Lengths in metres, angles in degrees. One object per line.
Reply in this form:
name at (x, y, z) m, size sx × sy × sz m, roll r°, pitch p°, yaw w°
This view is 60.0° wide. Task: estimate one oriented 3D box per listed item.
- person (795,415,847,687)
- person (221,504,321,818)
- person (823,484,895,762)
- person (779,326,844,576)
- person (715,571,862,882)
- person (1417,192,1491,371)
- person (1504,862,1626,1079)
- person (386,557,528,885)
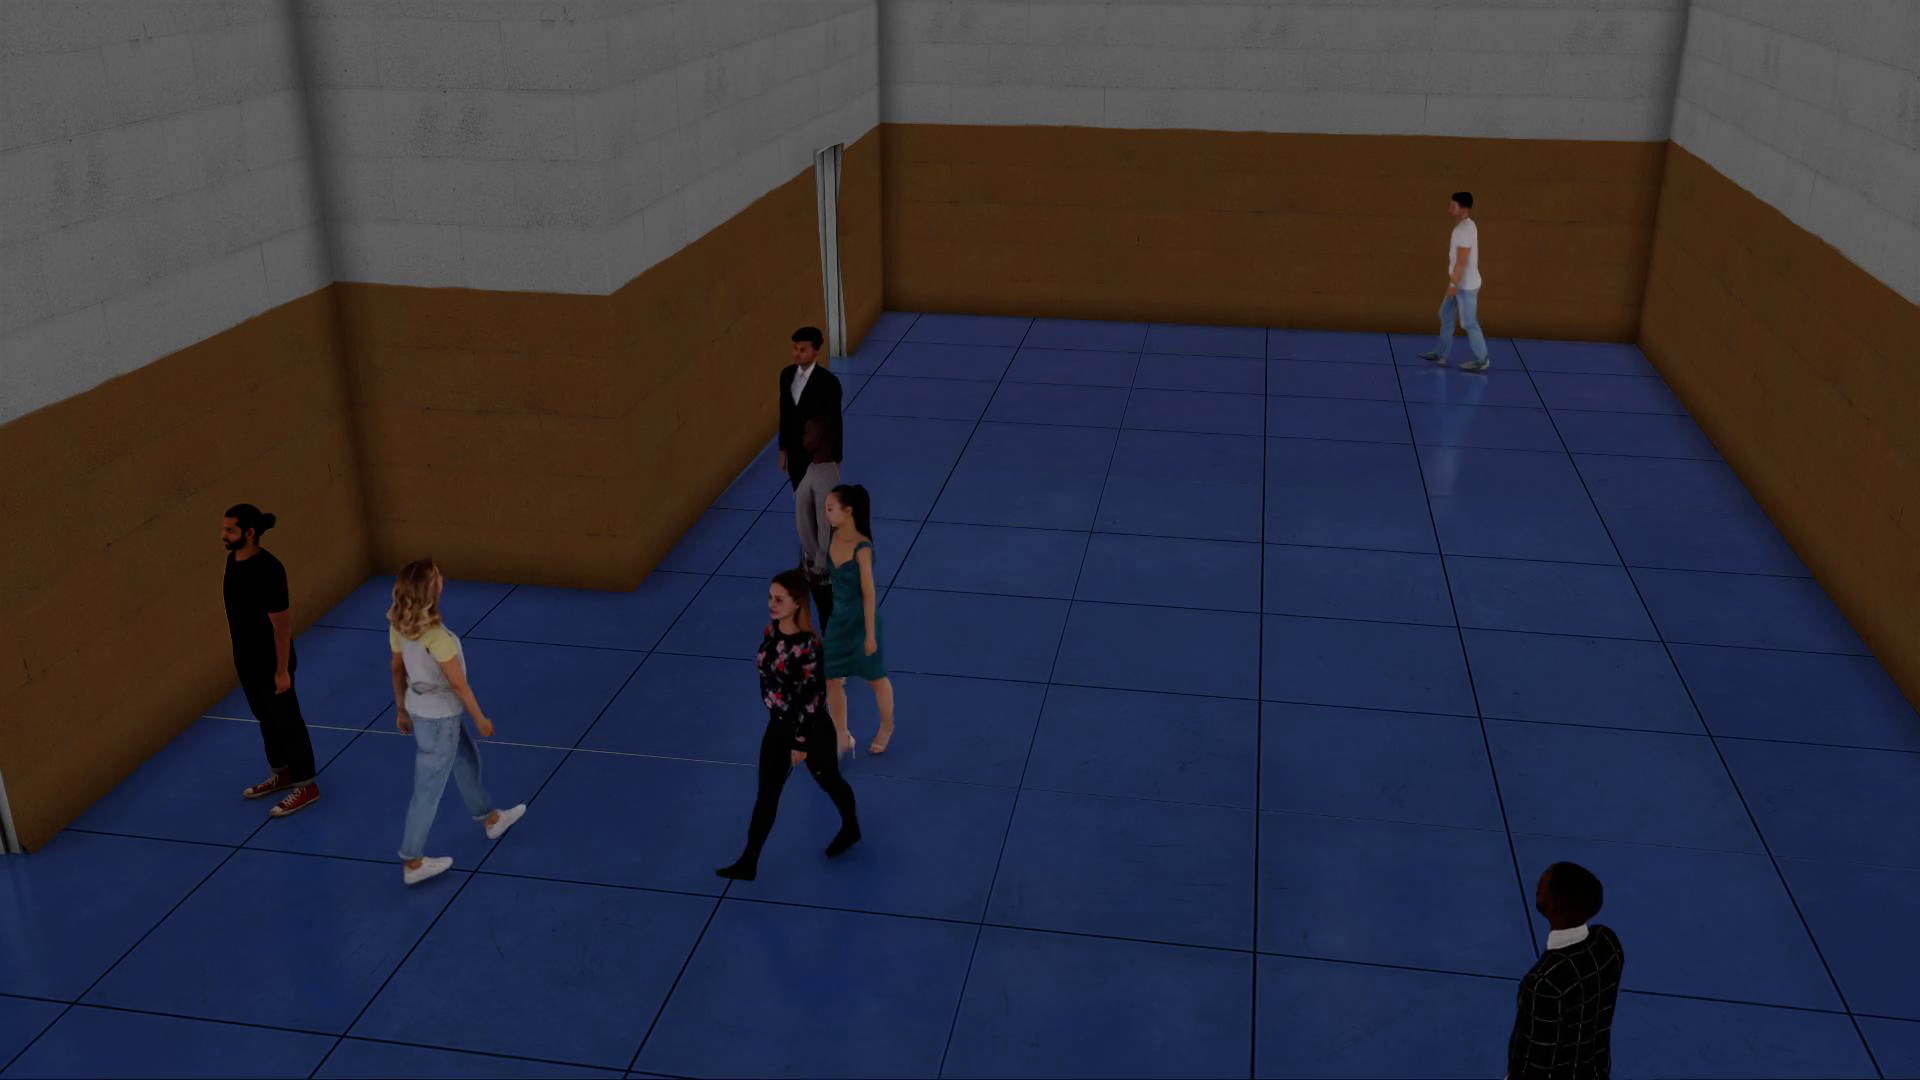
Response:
person at (-0.851, 0.068, 10.359) m, size 0.661 × 1.772 × 0.683 m, roll -4°, pitch 22°, yaw -10°
person at (-3.748, 0.627, 8.986) m, size 0.683 × 1.758 × 0.784 m, roll 18°, pitch 28°, yaw 38°
person at (-0.546, 0.471, 9.505) m, size 0.875 × 1.661 × 0.941 m, roll 20°, pitch 29°, yaw 40°
person at (-1.025, -0.656, 12.040) m, size 1.150 × 1.862 × 1.103 m, roll 17°, pitch 28°, yaw 36°
person at (-0.738, 0.933, 8.396) m, size 1.108 × 1.630 × 1.051 m, roll 20°, pitch 29°, yaw 40°
person at (5.239, -2.614, 16.972) m, size 0.983 × 1.817 × 0.729 m, roll 9°, pitch 23°, yaw 21°
person at (2.097, 1.959, 5.644) m, size 1.198 × 1.778 × 1.220 m, roll -13°, pitch 25°, yaw -29°
person at (-2.693, 0.942, 8.274) m, size 1.045 × 1.689 × 1.058 m, roll -19°, pitch 29°, yaw -40°
